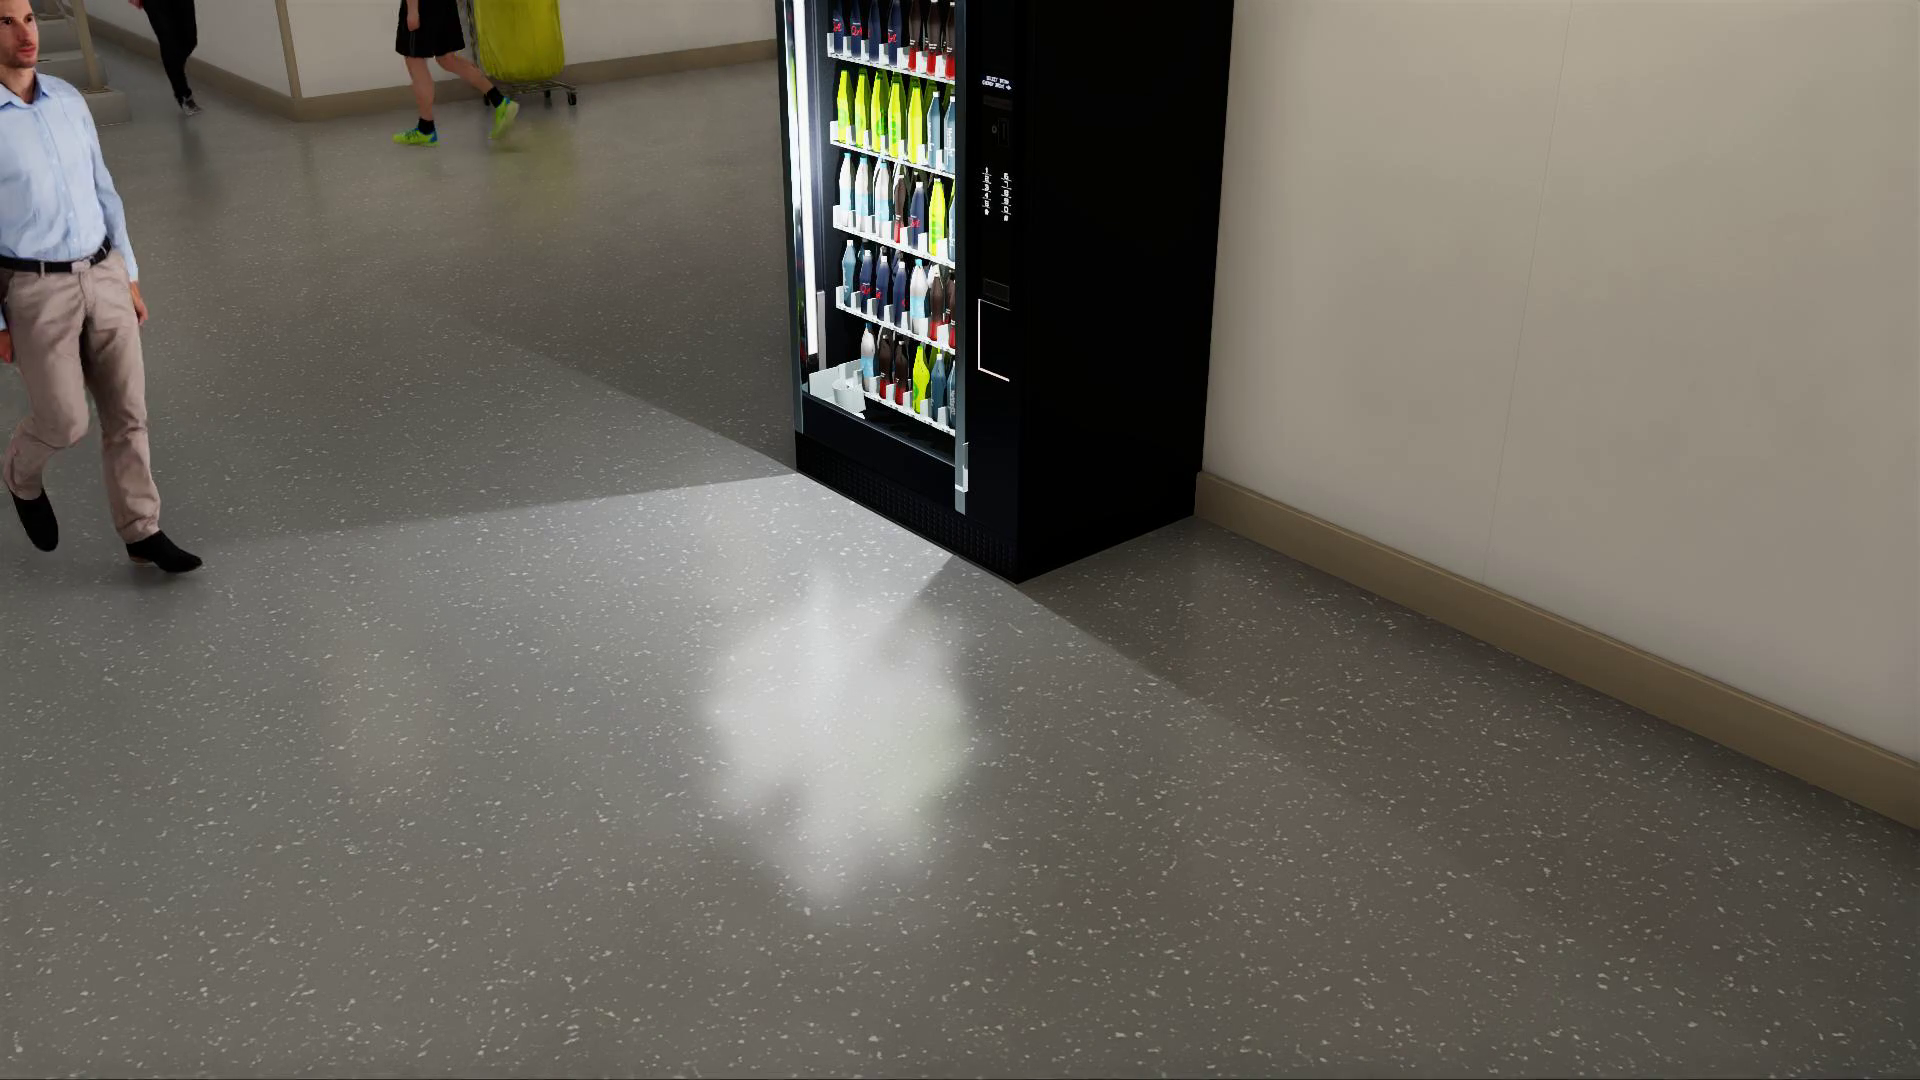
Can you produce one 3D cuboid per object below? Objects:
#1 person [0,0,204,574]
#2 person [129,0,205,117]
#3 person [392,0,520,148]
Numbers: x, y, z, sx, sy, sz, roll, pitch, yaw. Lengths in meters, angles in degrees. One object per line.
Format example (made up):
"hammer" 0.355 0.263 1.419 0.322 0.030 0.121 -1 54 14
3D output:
"person" -2.757 -0.754 5.020 1.028 1.828 0.858 13 29 24
"person" -5.573 -3.870 11.580 0.609 1.742 1.013 -19 32 -34
"person" -3.257 -3.389 10.436 1.181 1.869 1.090 4 26 9
